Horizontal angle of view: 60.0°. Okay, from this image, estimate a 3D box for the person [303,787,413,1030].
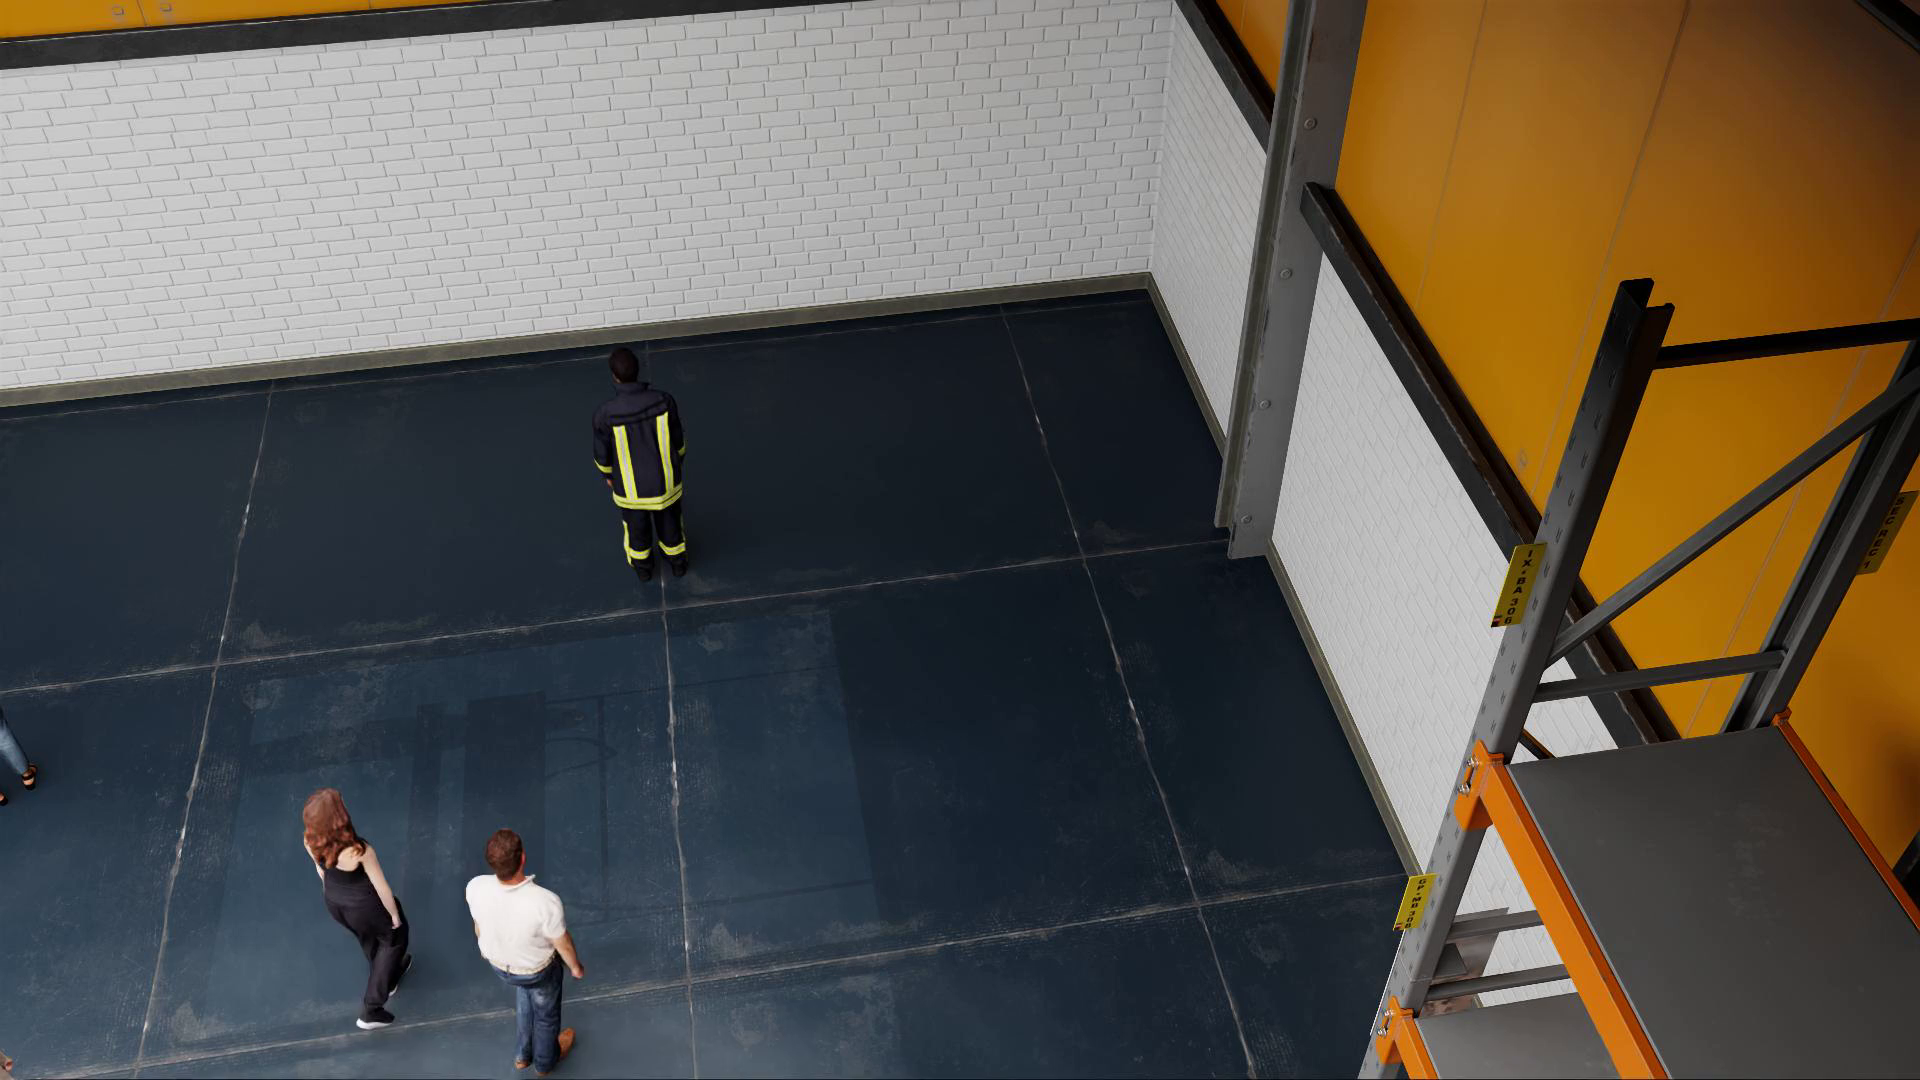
[{"bbox_3d":[-3.222,1.986,8.771,0.779,1.734,0.927,9,44,9],"label":"person"}]

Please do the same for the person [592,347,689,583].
[{"bbox_3d":[-2.109,-0.481,11.221,0.819,1.926,0.722,-14,45,-14],"label":"person"}]

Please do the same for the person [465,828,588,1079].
[{"bbox_3d":[-2.251,2.218,8.457,0.830,1.831,0.849,13,45,14],"label":"person"}]
